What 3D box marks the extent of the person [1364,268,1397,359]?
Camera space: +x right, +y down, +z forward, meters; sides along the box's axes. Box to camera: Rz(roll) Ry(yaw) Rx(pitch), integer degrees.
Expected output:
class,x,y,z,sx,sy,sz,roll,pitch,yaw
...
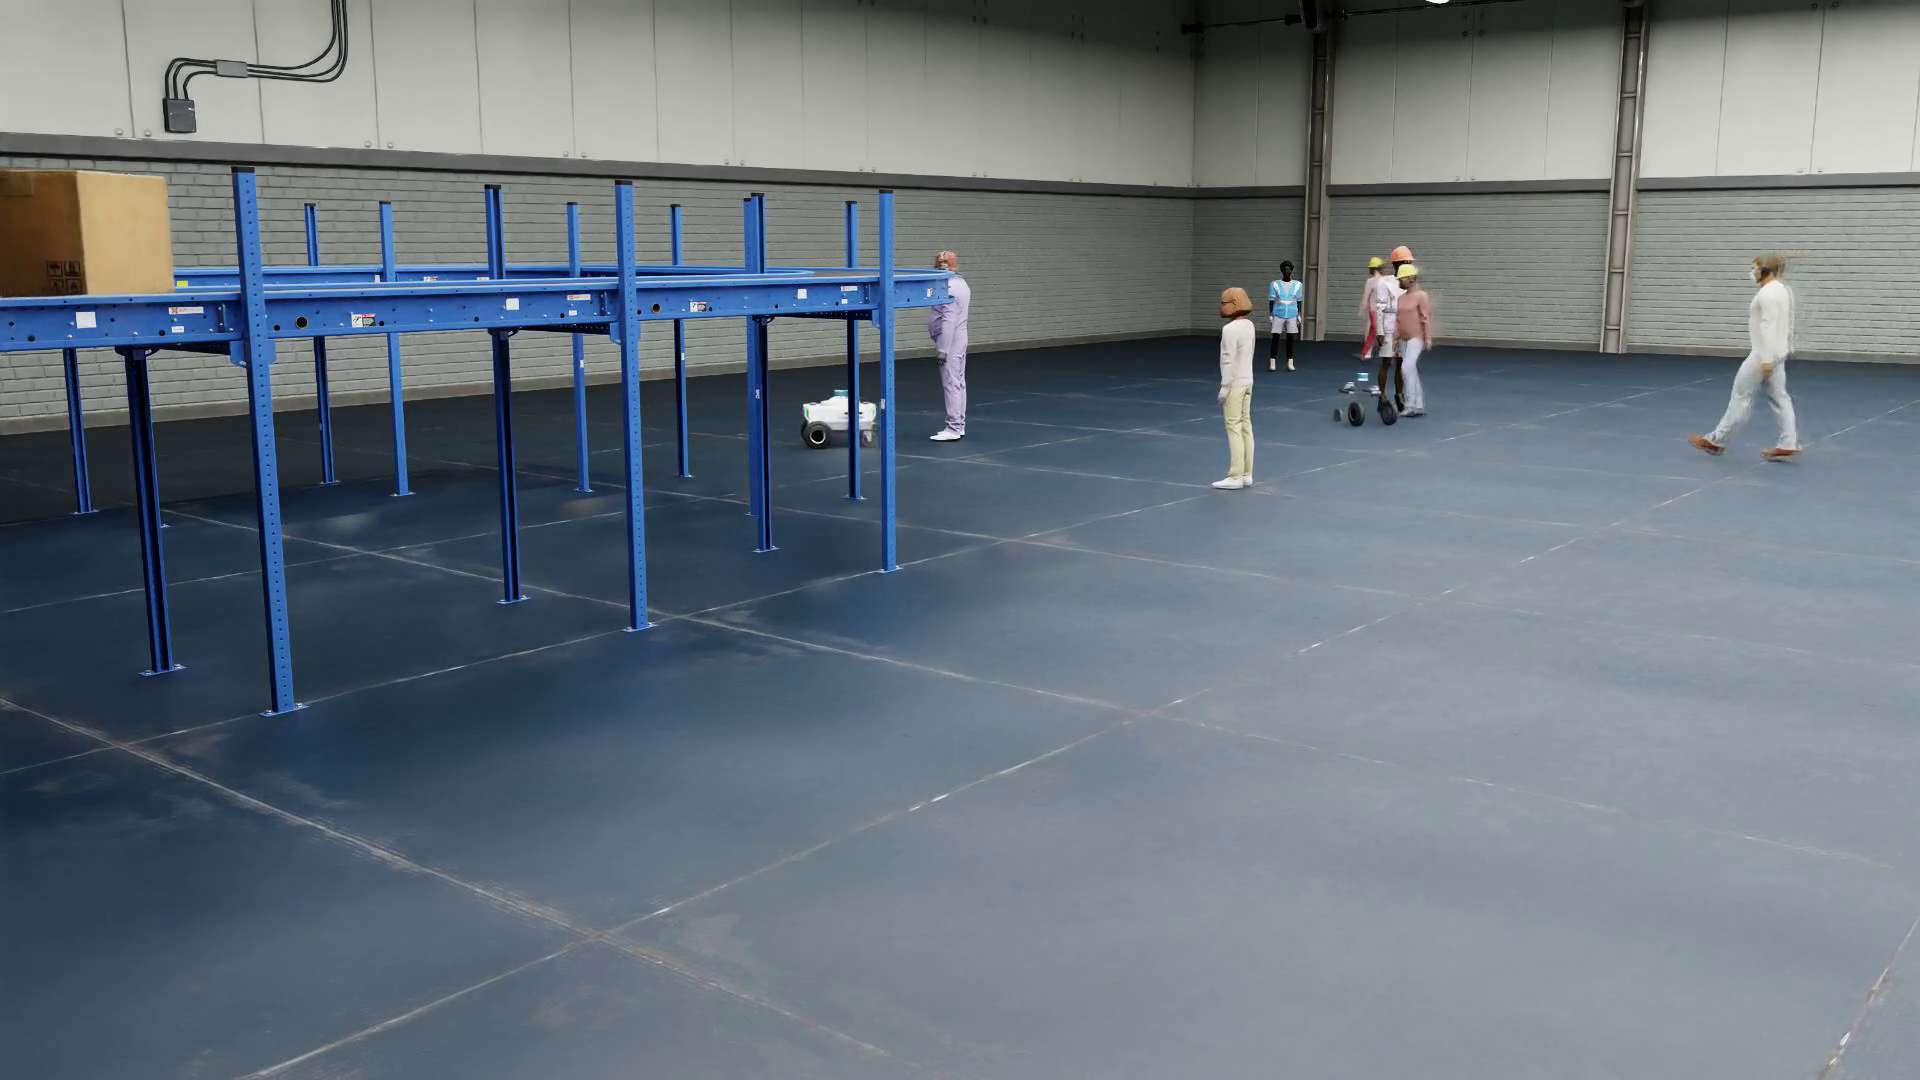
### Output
class,x,y,z,sx,sy,sz,roll,pitch,yaw
person,7.131,-3.860,28.183,0.704,1.600,0.513,3,11,15

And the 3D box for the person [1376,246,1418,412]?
class,x,y,z,sx,sy,sz,roll,pitch,yaw
person,5.176,-2.489,19.659,0.551,1.942,0.340,-4,11,-20

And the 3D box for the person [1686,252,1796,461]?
class,x,y,z,sx,sy,sz,roll,pitch,yaw
person,7.311,-1.691,15.366,0.989,1.889,0.661,7,13,35

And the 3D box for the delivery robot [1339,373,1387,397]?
class,x,y,z,sx,sy,sz,roll,pitch,yaw
delivery robot,4.482,-1.738,18.483,0.335,0.223,0.698,-3,11,-18

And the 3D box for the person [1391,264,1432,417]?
class,x,y,z,sx,sy,sz,roll,pitch,yaw
person,5.085,-2.269,18.989,0.609,1.733,0.541,-4,11,-22

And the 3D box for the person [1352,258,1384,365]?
class,x,y,z,sx,sy,sz,roll,pitch,yaw
person,6.722,-3.725,27.100,0.535,1.721,0.884,-8,13,-39

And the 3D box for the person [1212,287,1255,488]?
class,x,y,z,sx,sy,sz,roll,pitch,yaw
person,2.254,-1.244,13.620,0.268,1.630,0.507,6,12,32

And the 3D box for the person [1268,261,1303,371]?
class,x,y,z,sx,sy,sz,roll,pitch,yaw
person,5.034,-3.467,25.759,0.535,1.696,0.322,0,10,2

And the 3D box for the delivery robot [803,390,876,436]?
class,x,y,z,sx,sy,sz,roll,pitch,yaw
delivery robot,-1.191,-1.240,16.442,0.707,0.478,0.477,-2,10,-9

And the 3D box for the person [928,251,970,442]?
class,x,y,z,sx,sy,sz,roll,pitch,yaw
person,-0.121,-1.958,16.840,0.407,1.902,0.639,2,10,13
